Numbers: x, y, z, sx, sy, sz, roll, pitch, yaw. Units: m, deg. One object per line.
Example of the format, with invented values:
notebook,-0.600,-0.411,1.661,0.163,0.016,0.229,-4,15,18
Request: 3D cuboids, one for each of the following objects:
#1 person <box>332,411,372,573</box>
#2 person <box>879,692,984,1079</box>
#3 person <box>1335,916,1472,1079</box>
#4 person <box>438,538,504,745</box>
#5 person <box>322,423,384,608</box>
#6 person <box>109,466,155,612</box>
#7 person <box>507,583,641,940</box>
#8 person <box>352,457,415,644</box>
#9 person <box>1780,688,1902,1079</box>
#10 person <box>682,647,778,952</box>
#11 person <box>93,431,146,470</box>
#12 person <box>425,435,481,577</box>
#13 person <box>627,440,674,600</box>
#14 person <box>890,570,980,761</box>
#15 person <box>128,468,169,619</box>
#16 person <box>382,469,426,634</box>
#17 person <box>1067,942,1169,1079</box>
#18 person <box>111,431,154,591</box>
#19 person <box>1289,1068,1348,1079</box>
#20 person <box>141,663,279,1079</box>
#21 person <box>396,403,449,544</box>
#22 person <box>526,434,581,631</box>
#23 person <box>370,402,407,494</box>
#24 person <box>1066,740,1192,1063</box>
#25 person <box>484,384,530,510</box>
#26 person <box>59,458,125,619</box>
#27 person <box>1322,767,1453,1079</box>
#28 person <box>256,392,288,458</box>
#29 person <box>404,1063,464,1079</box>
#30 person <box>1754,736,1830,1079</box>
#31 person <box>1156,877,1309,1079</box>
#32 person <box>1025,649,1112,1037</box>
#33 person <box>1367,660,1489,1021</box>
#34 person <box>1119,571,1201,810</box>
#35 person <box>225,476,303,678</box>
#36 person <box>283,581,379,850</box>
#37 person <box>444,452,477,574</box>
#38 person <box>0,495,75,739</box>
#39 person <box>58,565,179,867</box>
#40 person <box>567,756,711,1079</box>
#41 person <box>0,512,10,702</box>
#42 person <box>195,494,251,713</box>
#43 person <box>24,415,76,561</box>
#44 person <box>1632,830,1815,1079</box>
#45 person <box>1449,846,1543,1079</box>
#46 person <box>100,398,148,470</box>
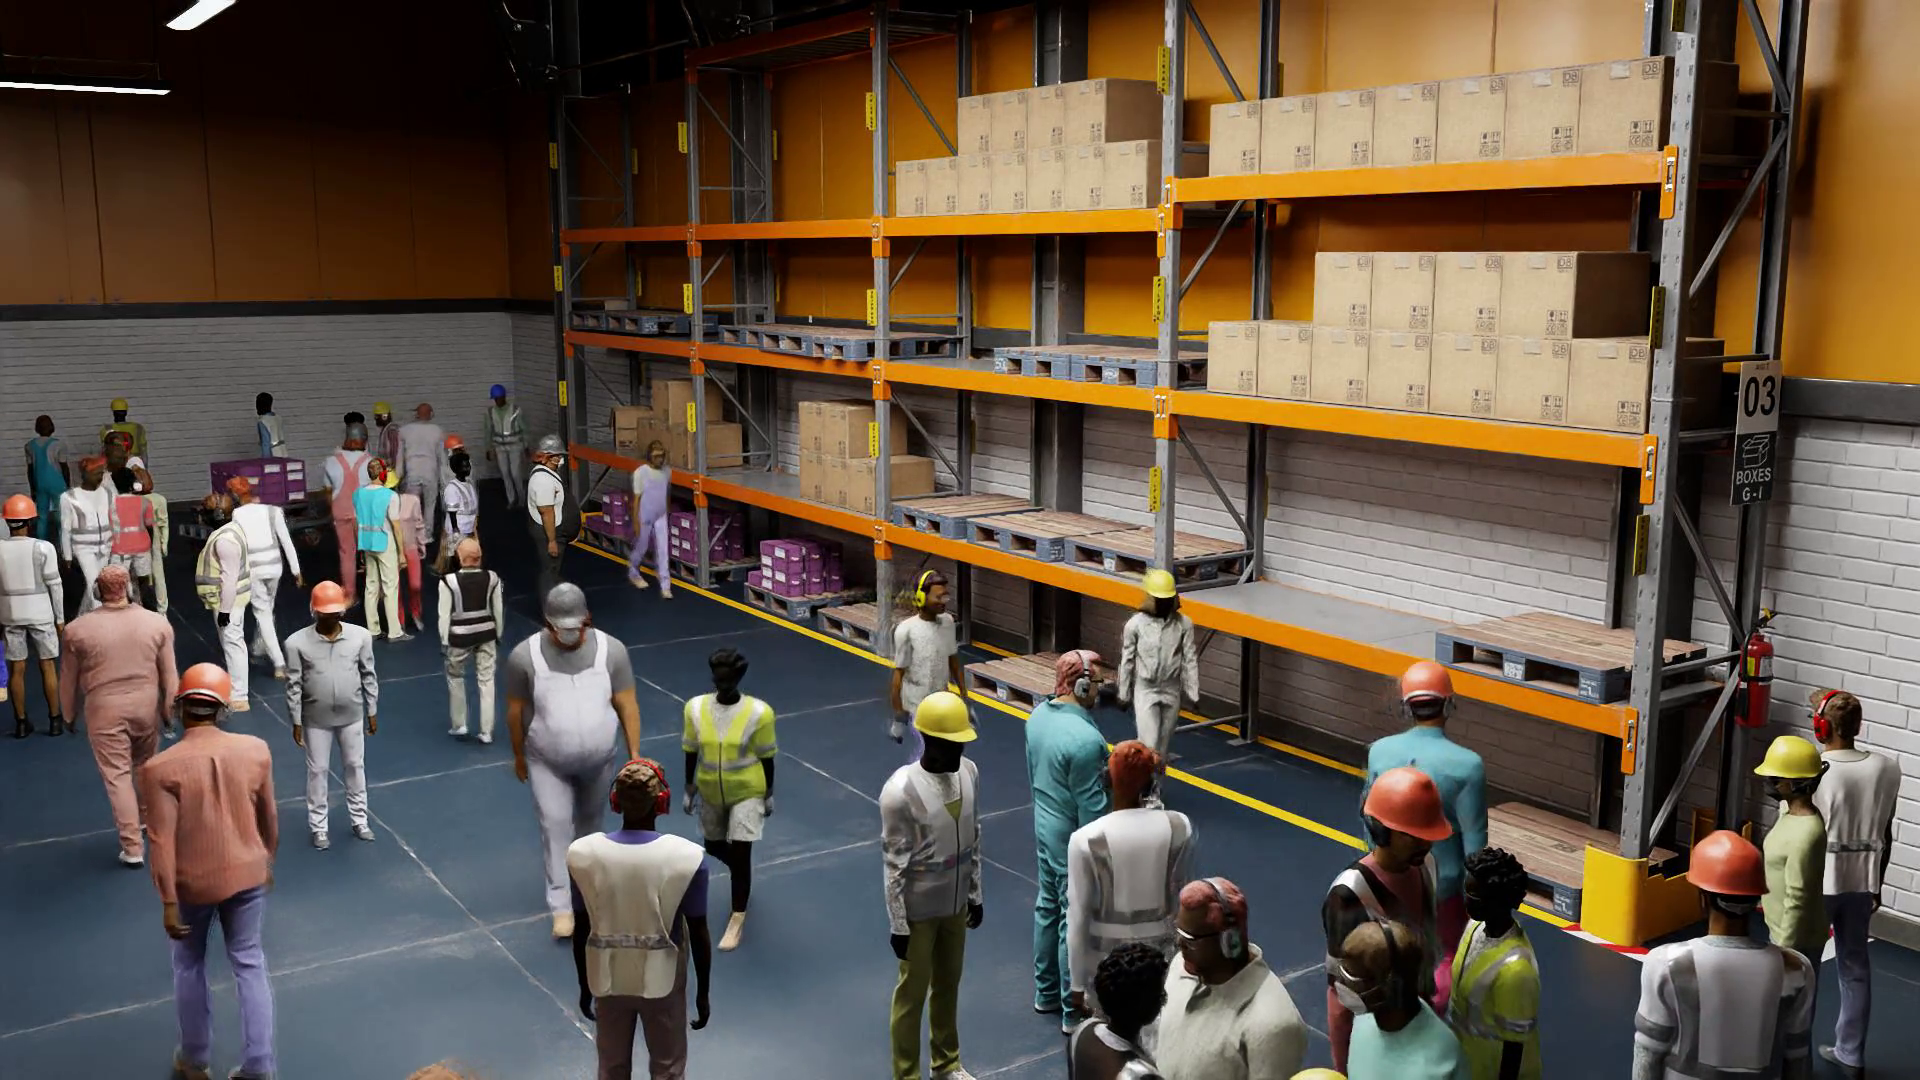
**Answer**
person,-7.292,-0.580,20.086,0.376,1.958,0.599,3,10,17
person,-0.100,1.601,7.385,0.397,1.920,0.586,8,13,40
person,1.311,2.029,4.889,0.474,1.913,0.702,-1,10,-5
person,-3.847,0.781,13.044,0.551,1.616,0.607,-7,12,-35
person,-6.599,-0.321,18.303,0.692,2.000,1.002,-1,10,-6
person,-8.426,0.102,16.861,0.339,1.703,0.537,10,14,44
person,-2.161,1.192,9.421,0.709,2.000,0.928,-4,10,-22
person,-5.697,0.109,16.349,0.568,1.845,0.386,4,10,22
person,4.005,1.598,7.641,0.565,1.837,0.385,-1,10,-5
person,-1.266,1.384,9.338,0.535,1.675,0.731,2,10,13
person,-9.578,-0.326,18.962,0.621,1.833,0.430,-5,11,-25
person,-5.950,-0.377,19.574,0.867,1.705,0.595,7,12,35
person,-3.503,-0.259,18.711,0.513,1.794,0.935,-7,12,-35
person,-0.128,1.100,10.554,0.748,1.846,0.535,7,12,35
person,-8.455,0.062,17.239,0.498,1.636,0.286,-1,10,-6
person,-5.601,0.122,16.596,0.548,1.729,0.510,-5,11,-25
person,0.498,2.082,5.227,0.322,1.690,0.535,-3,10,-19
person,-9.372,-0.319,18.853,0.393,1.847,0.563,-9,13,-42
person,0.901,2.205,4.368,0.321,1.737,0.485,3,10,15
person,-3.398,1.545,7.612,0.797,1.941,0.639,9,14,44
person,-7.092,-0.861,21.957,0.686,1.877,0.527,-1,10,-5
person,-4.100,-0.068,16.816,0.535,2.000,0.679,-3,10,-16
person,-7.916,-1.033,23.212,0.669,1.799,0.597,-6,11,-30
person,0.709,1.738,6.868,0.564,1.841,1.041,-3,10,-15
person,-6.784,-1.382,24.889,0.640,1.911,0.570,1,10,7
person,-8.626,0.088,16.529,0.989,1.836,0.577,6,11,32
person,1.547,1.786,5.980,0.409,2.029,0.613,10,14,44
person,-9.618,-1.104,23.259,0.395,1.919,0.590,0,10,-2
person,-1.403,2.220,4.607,0.516,1.619,0.384,7,12,37
person,3.579,1.708,7.219,0.341,1.760,0.525,4,11,23
person,0.801,1.976,5.252,0.398,1.899,0.654,-4,10,-23
person,0.570,1.472,8.177,0.408,1.906,0.638,-4,10,-22
person,2.109,1.541,7.576,0.528,1.970,0.647,-8,13,-39
person,1.365,1.057,11.144,0.496,1.712,0.764,-3,10,-15
person,-6.397,0.320,15.199,0.641,1.812,0.974,-9,13,-42
person,-4.033,1.117,10.726,0.566,1.745,0.349,-6,11,-31
person,-5.404,-0.106,18.046,0.322,1.697,0.535,1,10,6
person,-7.364,0.607,13.151,0.542,1.939,0.364,-2,10,-11
person,-5.369,1.082,10.604,0.649,1.858,0.989,-8,13,-39
person,-1.262,1.780,6.594,0.560,1.835,0.391,0,10,2
person,-8.441,0.394,14.105,0.688,2.000,0.539,-3,10,-18
person,-6.156,0.525,13.925,0.429,1.844,0.625,-4,11,-23
person,-11.397,-0.645,20.823,0.504,1.838,0.336,0,10,-2
person,2.498,1.910,5.533,0.543,1.930,0.388,1,10,6
person,1.944,1.937,6.081,0.319,1.694,0.532,0,10,2
person,-11.171,-0.935,22.237,0.375,1.925,0.595,8,12,39
